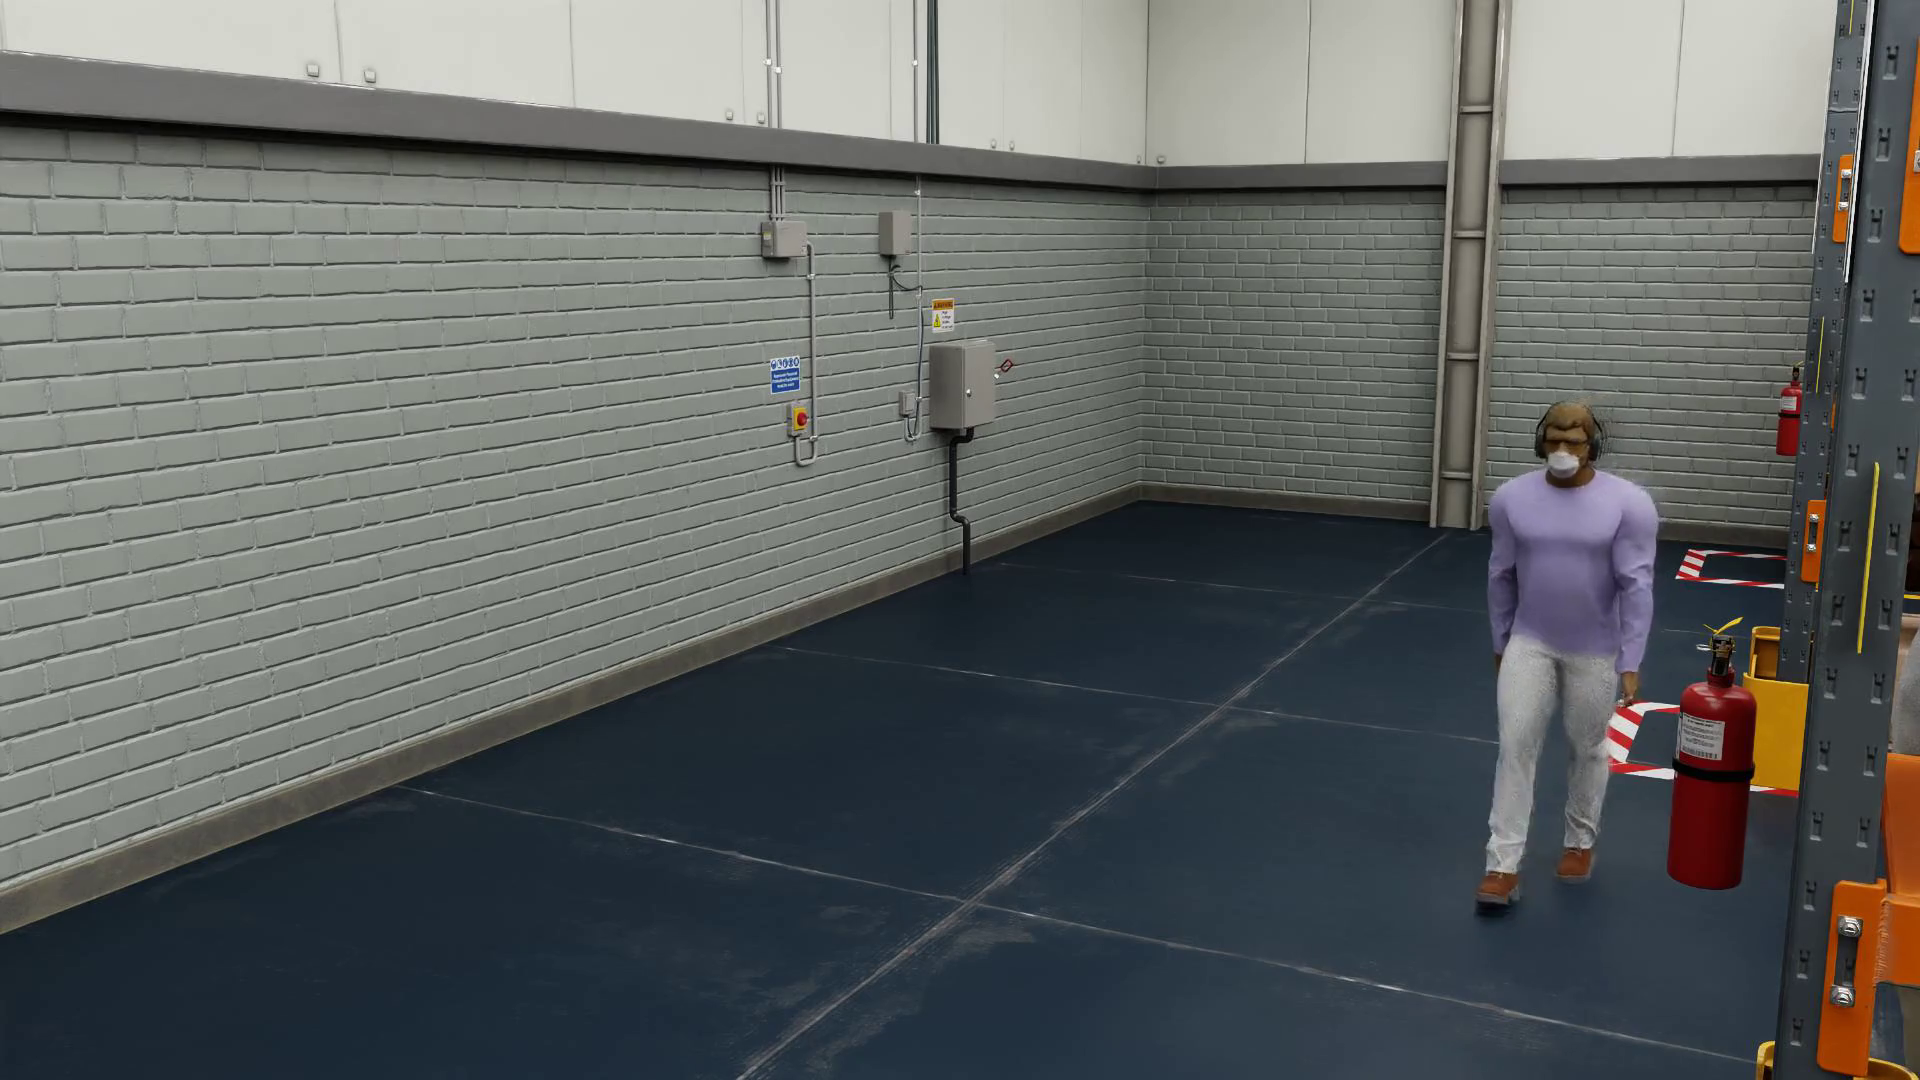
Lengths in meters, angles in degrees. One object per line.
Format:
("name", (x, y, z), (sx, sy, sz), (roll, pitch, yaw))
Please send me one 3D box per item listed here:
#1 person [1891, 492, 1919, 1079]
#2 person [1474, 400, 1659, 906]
("person", (2.605, 0.783, 4.481), (0.325, 1.860, 0.515), (7, 12, 32))
("person", (2.239, 0.439, 6.238), (0.649, 1.901, 0.948), (7, 12, 33))
